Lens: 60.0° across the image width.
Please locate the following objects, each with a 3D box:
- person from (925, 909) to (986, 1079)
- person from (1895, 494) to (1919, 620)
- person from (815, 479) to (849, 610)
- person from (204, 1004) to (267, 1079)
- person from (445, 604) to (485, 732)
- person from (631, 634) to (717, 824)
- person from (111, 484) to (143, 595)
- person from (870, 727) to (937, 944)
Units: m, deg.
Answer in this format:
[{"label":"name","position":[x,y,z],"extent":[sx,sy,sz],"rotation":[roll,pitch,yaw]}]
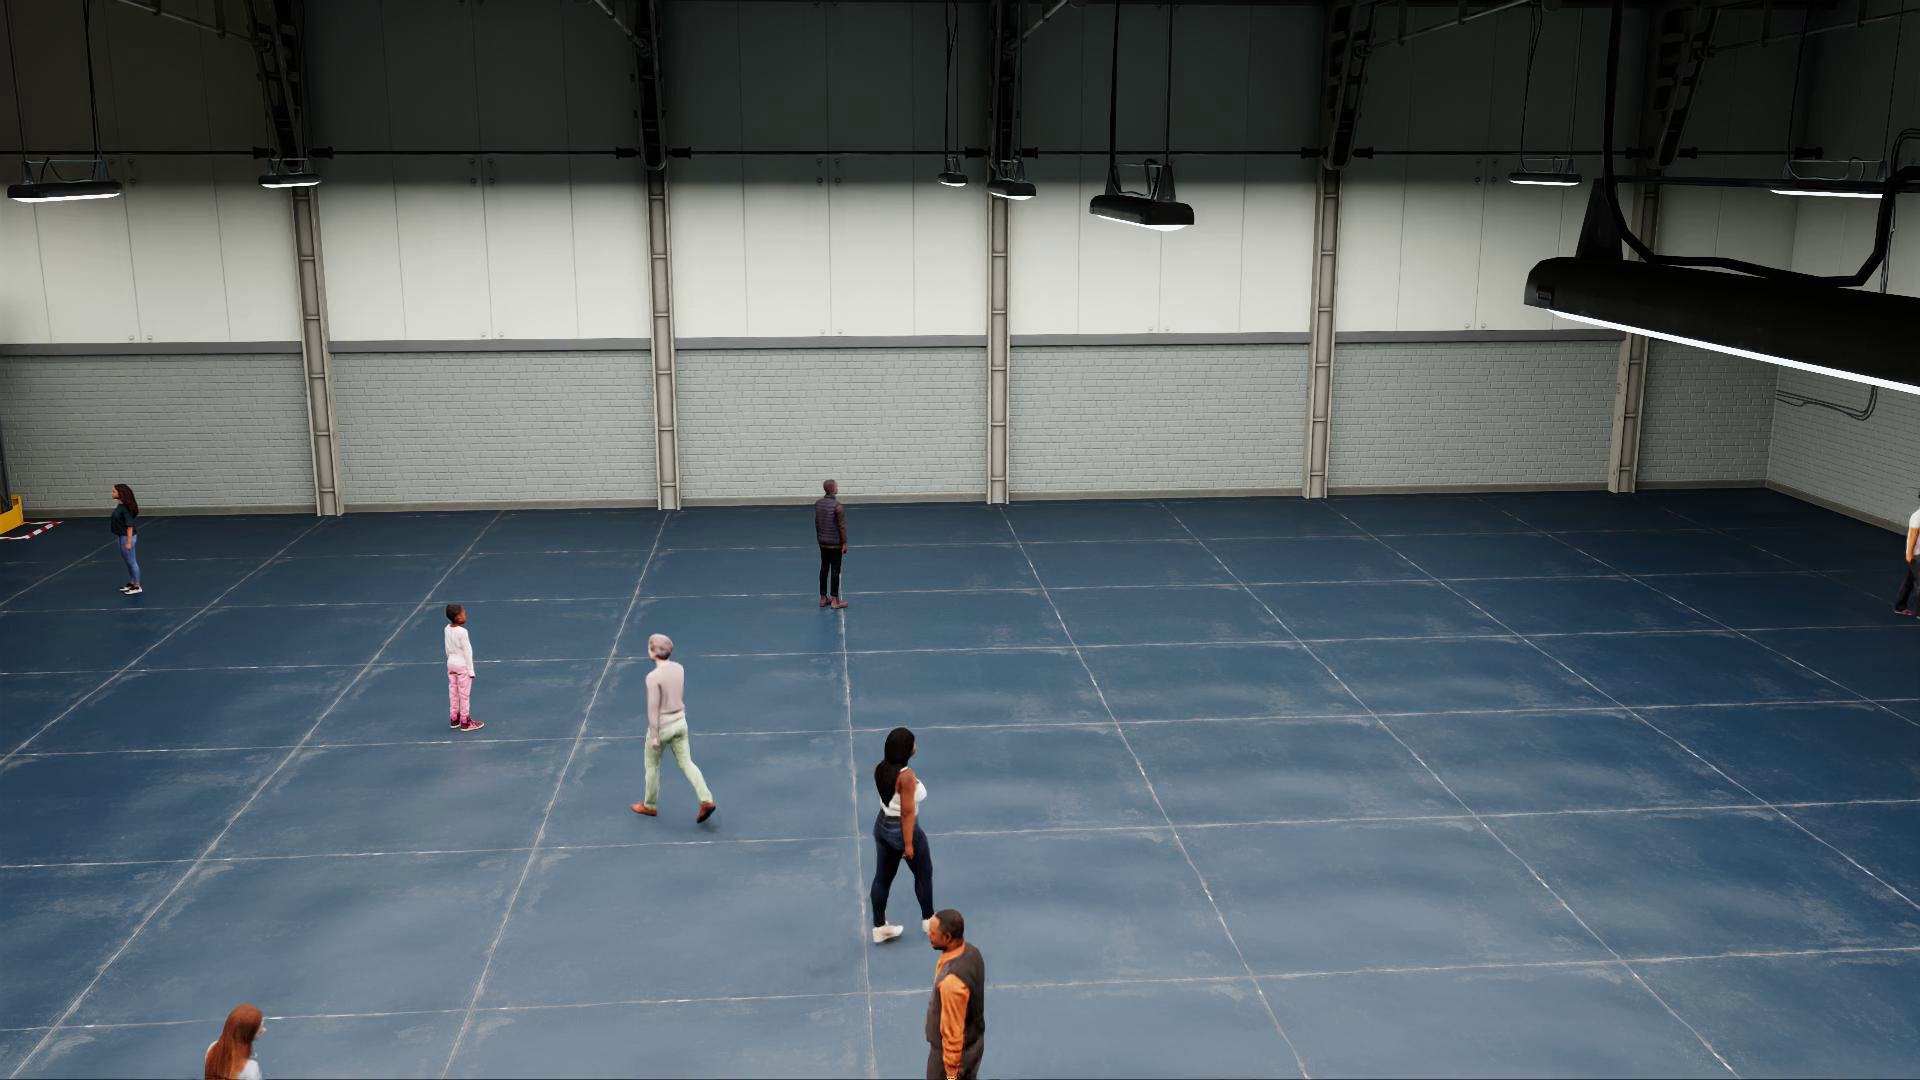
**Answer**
[{"label":"person","position":[0.084,3.127,10.081],"extent":[1.209,1.881,0.943],"rotation":[4,14,16]},{"label":"person","position":[13.175,0.177,23.018],"extent":[0.938,1.791,0.985],"rotation":[-12,18,-42]},{"label":"person","position":[-1.830,0.042,23.506],"extent":[0.763,1.835,0.821],"rotation":[11,17,39]},{"label":"person","position":[-4.135,3.410,9.331],"extent":[0.812,1.667,0.891],"rotation":[5,14,21]},{"label":"person","position":[-5.576,1.396,18.522],"extent":[0.613,1.445,0.680],"rotation":[10,16,36]},{"label":"person","position":[-2.704,1.813,15.815],"extent":[1.265,1.853,1.164],"rotation":[9,16,35]},{"label":"person","position":[-12.173,-0.031,24.302],"extent":[0.747,1.617,0.709],"rotation":[-10,16,-36]},{"label":"person","position":[-0.574,2.410,13.390],"extent":[1.065,1.784,0.945],"rotation":[-10,16,-36]}]
